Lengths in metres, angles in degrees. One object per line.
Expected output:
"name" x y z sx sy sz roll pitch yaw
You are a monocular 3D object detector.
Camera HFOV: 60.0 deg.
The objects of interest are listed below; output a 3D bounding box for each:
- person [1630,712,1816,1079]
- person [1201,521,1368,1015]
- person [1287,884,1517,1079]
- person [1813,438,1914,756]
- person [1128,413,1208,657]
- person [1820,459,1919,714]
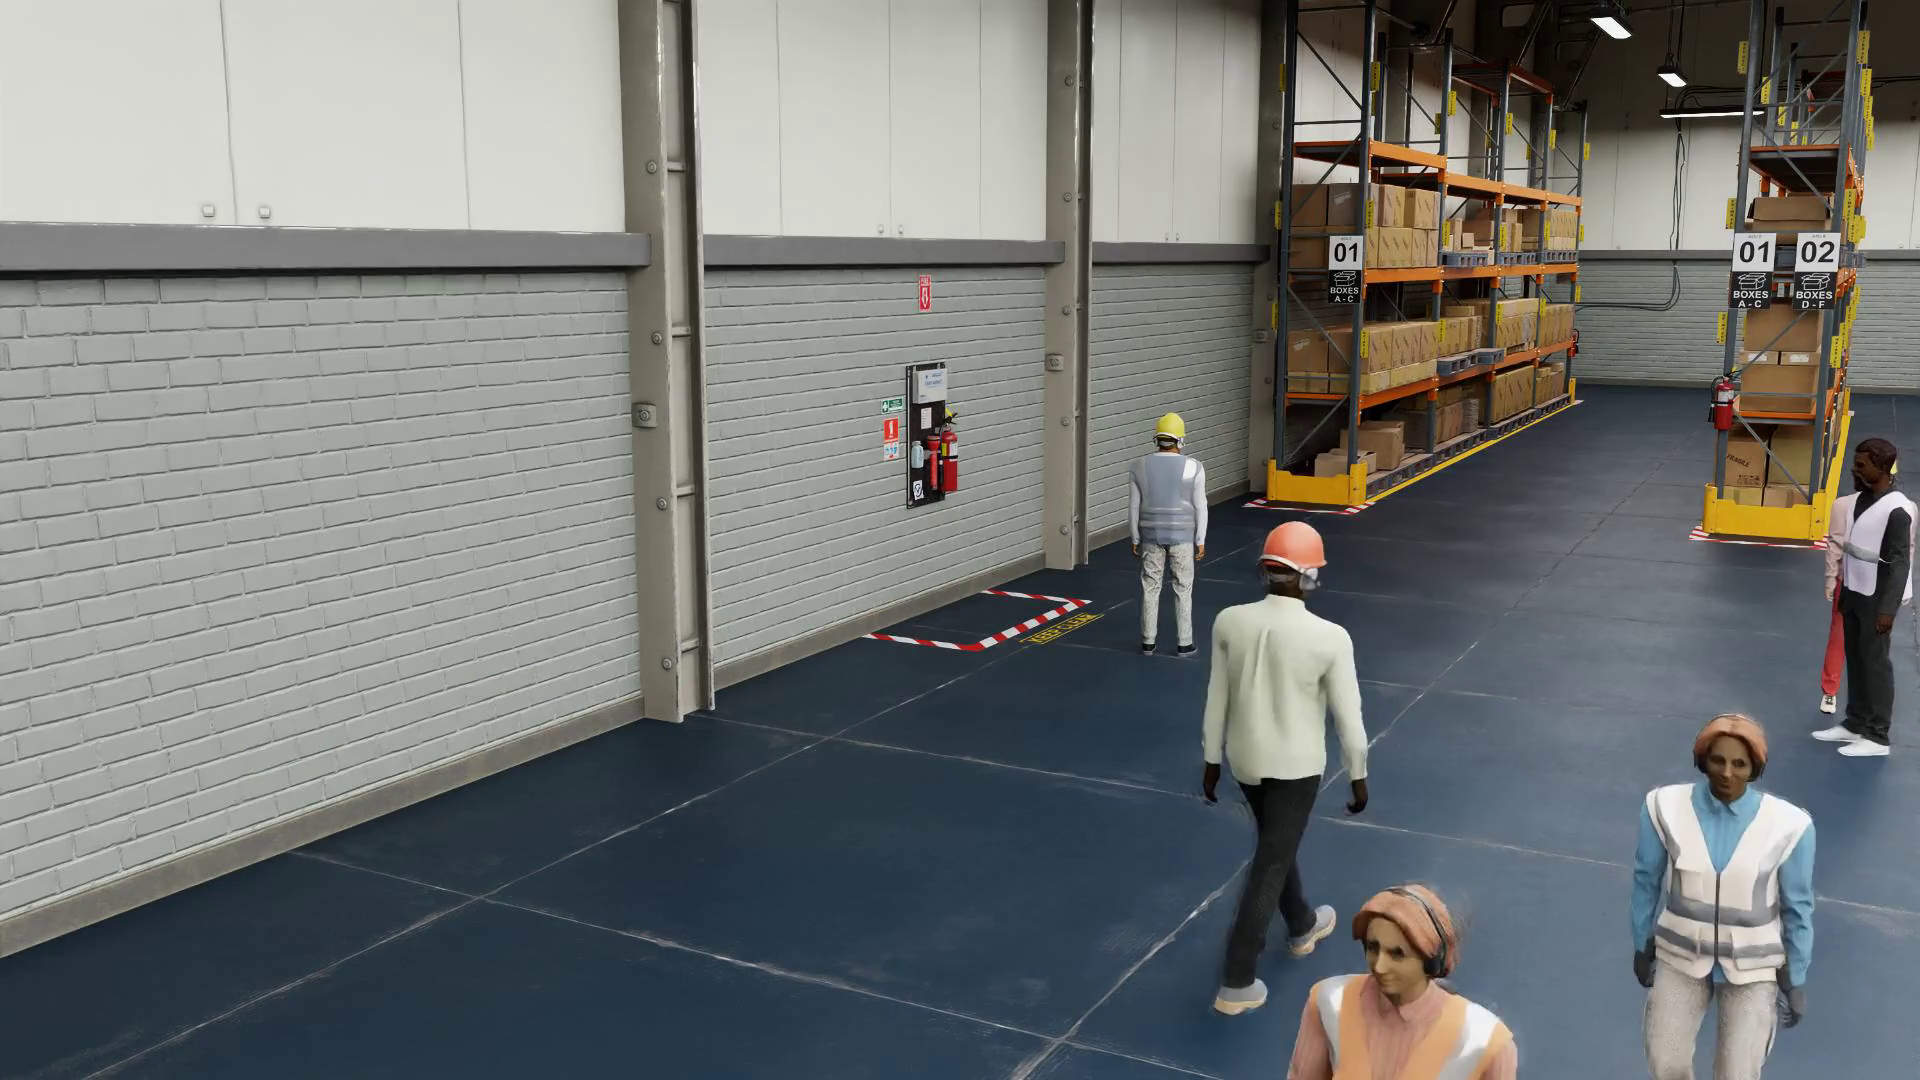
"person" 2.362 1.313 5.183 0.519 1.626 0.432 6 11 29
"person" 1.333 0.886 6.755 0.649 1.936 1.045 8 13 41
"person" 0.985 1.556 3.836 0.539 1.586 0.880 8 13 41
"person" 5.486 0.341 10.003 0.372 1.916 0.596 1 10 5
"person" 1.557 -0.033 12.443 0.590 1.833 0.403 3 10 16
"person" 5.917 0.276 10.827 0.526 1.768 0.331 2 10 14
